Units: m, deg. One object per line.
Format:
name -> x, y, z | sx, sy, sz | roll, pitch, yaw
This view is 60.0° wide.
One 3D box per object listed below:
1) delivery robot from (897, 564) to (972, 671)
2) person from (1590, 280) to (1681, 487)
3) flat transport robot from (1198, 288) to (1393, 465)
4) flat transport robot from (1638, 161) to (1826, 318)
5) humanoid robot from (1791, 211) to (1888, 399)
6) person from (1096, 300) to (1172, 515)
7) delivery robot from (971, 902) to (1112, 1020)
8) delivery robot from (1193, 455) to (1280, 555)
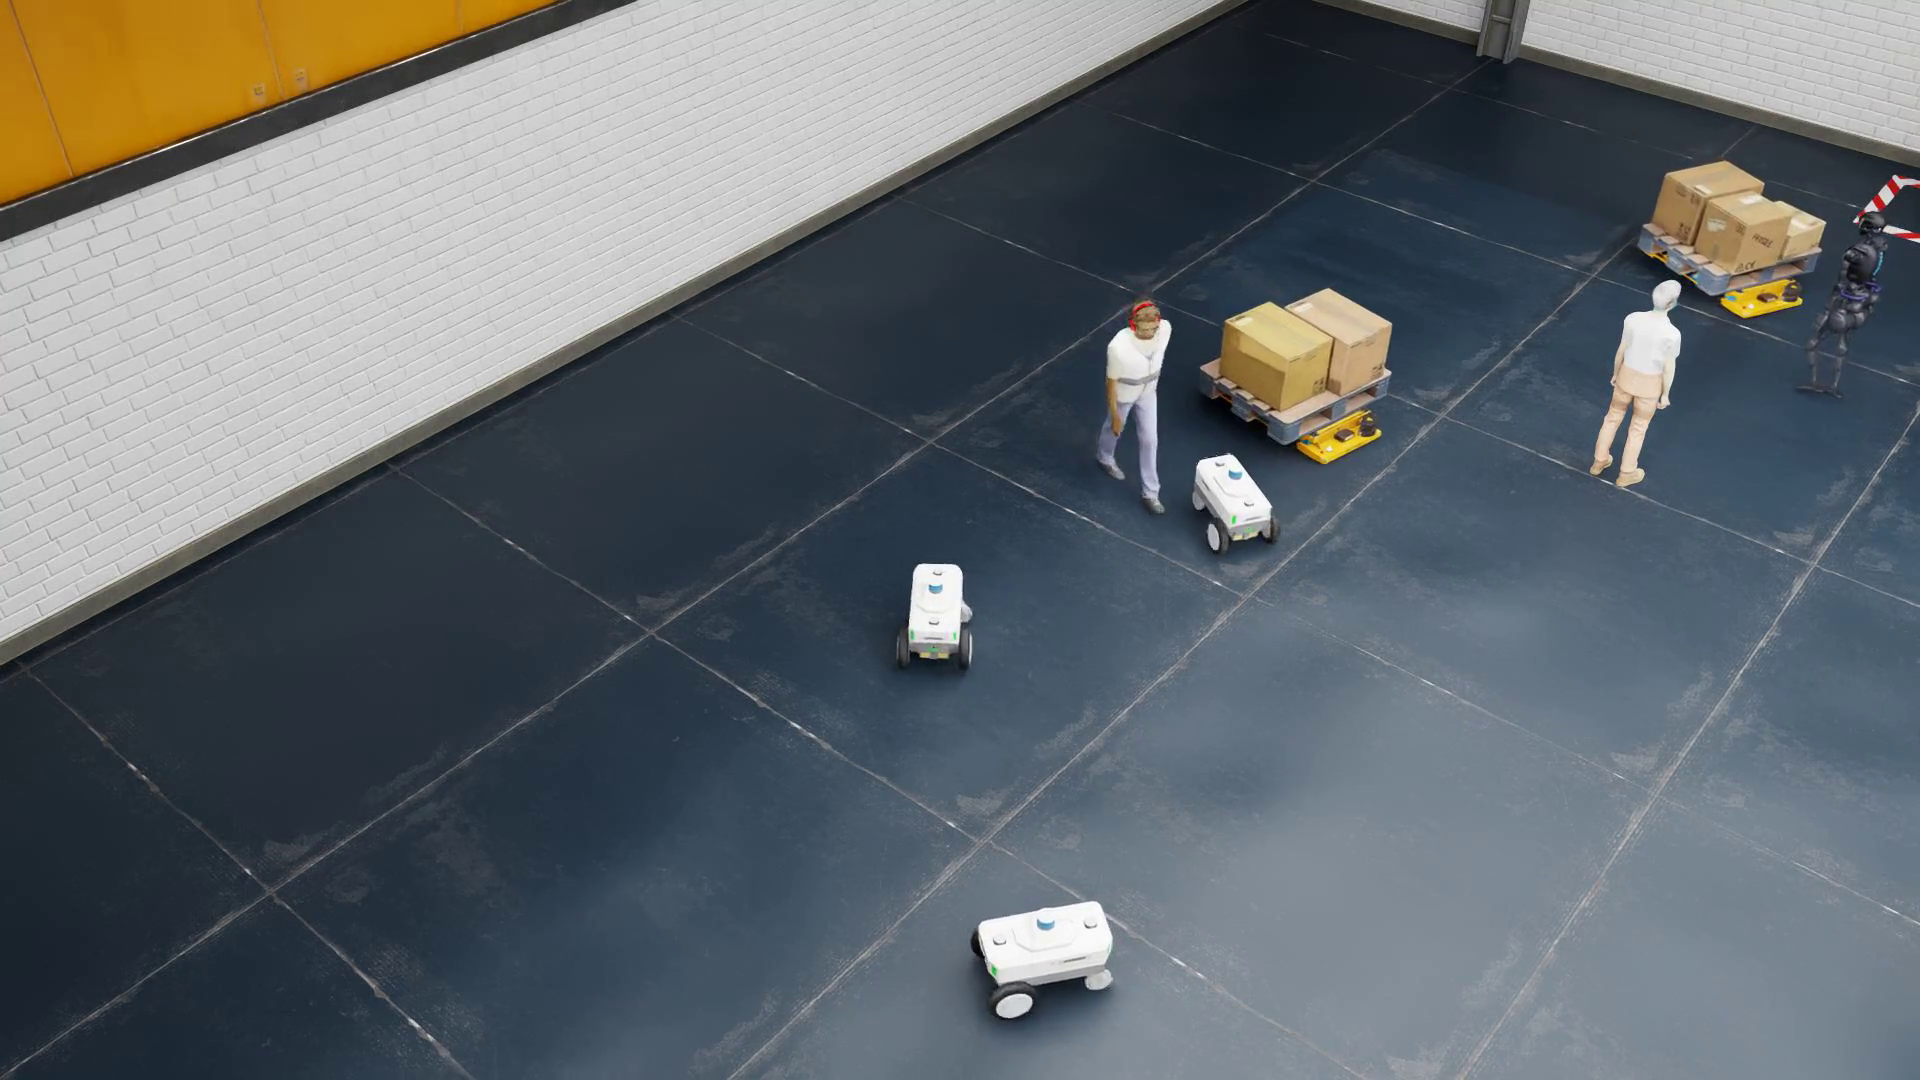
delivery robot -> -0.154, 0.538, 11.407 | 0.525, 0.614, 0.786 | 1, 39, 1
person -> 5.155, -1.191, 12.585 | 0.320, 1.748, 0.473 | -30, 47, -32
flat transport robot -> 2.713, -1.127, 13.685 | 0.659, 0.231, 1.431 | -25, 45, -28
flat transport robot -> 7.044, -2.521, 15.415 | 0.659, 0.231, 1.431 | -14, 41, -17
humanoid robot -> 7.247, -1.904, 13.530 | 0.589, 1.636, 0.439 | -22, 44, -25
person -> 1.307, -1.055, 12.386 | 0.576, 1.776, 0.930 | -19, 42, -22
delivery robot -> 0.448, 2.284, 9.238 | 0.815, 0.614, 0.499 | -8, 40, -10
delivery robot -> 2.039, -0.283, 12.412 | 0.499, 0.597, 0.779 | -11, 40, -13
